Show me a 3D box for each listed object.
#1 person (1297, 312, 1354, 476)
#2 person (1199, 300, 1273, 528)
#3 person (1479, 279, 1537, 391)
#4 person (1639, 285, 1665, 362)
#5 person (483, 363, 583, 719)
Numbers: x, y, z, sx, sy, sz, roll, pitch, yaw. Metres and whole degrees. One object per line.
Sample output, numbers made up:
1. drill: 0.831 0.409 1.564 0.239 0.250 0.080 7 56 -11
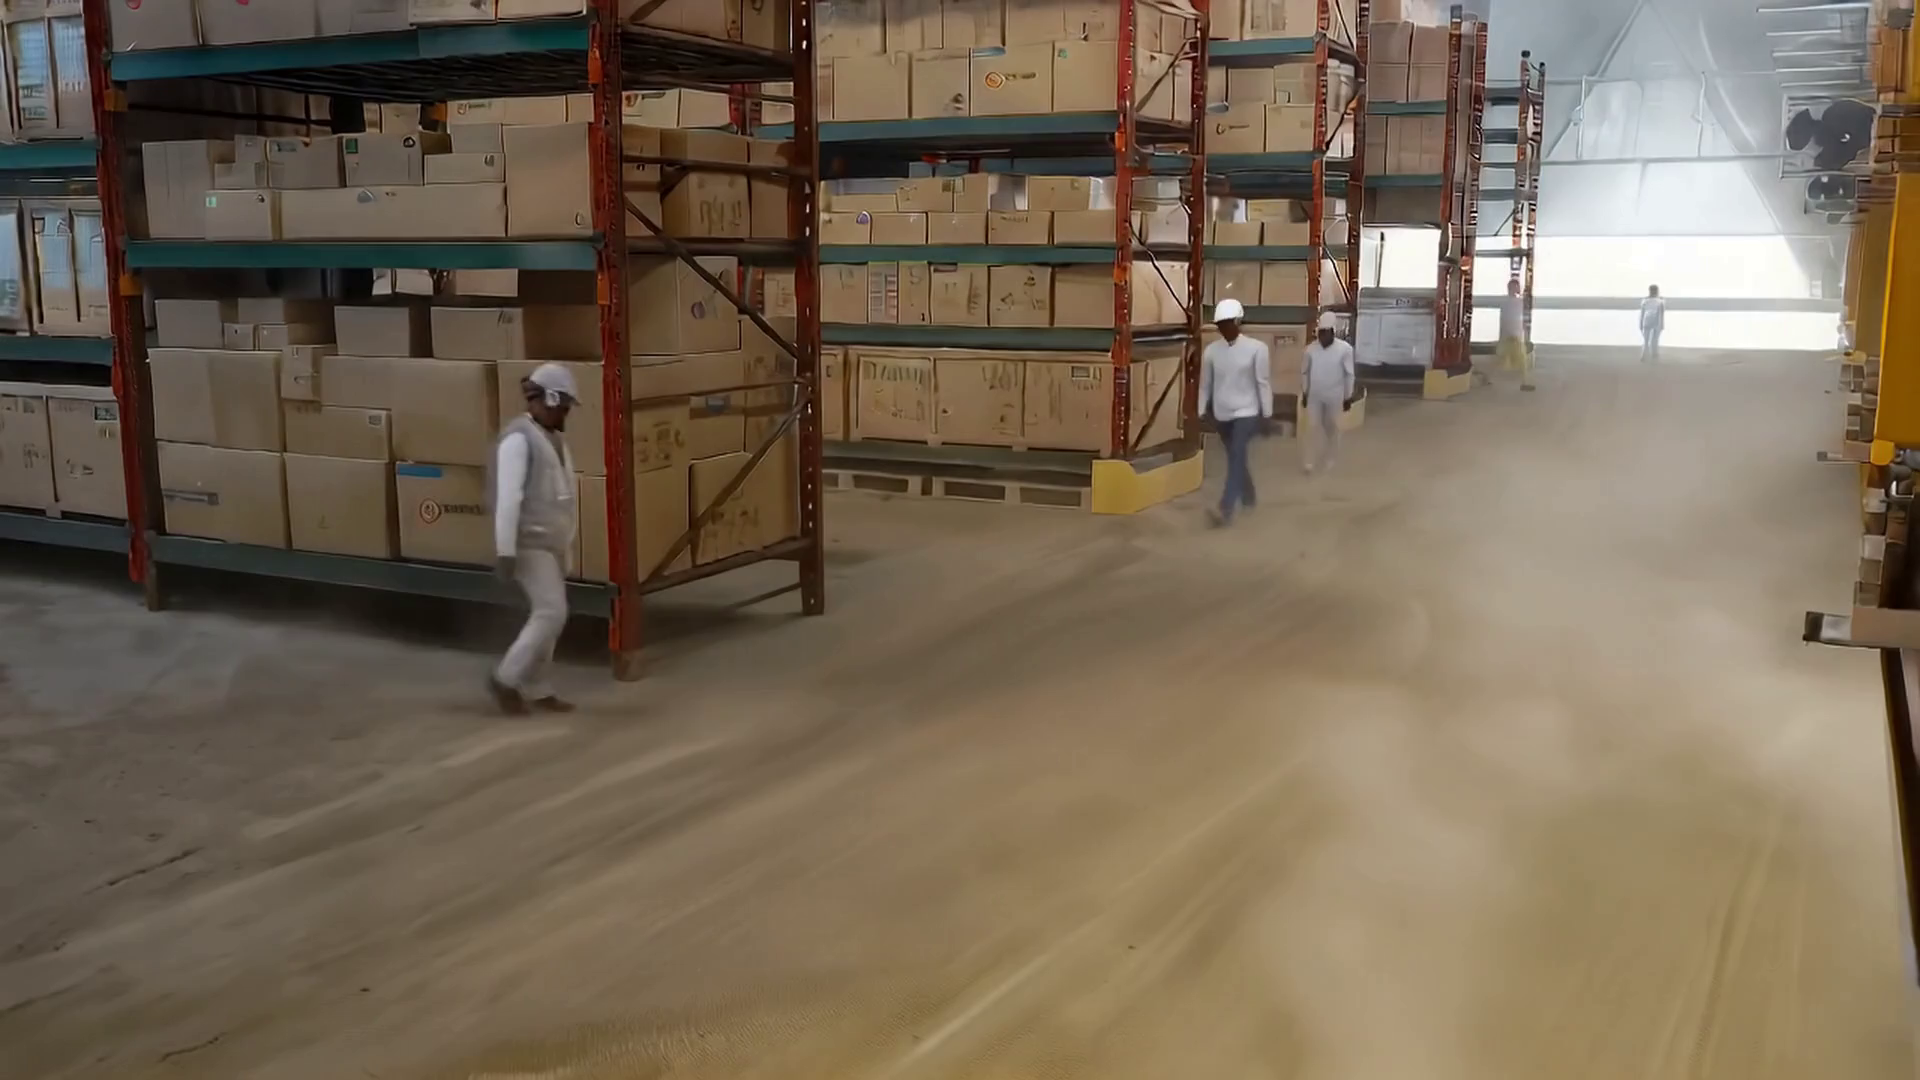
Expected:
1. person: 3.808 -1.517 17.397 0.590 1.704 0.866 5 11 27
2. person: 2.356 -1.088 14.311 0.632 1.932 1.033 8 13 39
3. person: 9.329 -3.479 28.247 0.625 1.900 0.969 -7 12 -36
4. person: 14.768 -4.606 35.502 0.514 1.641 0.308 6 11 30
5. person: -2.100 0.018 8.327 0.412 1.779 0.660 1 10 7
